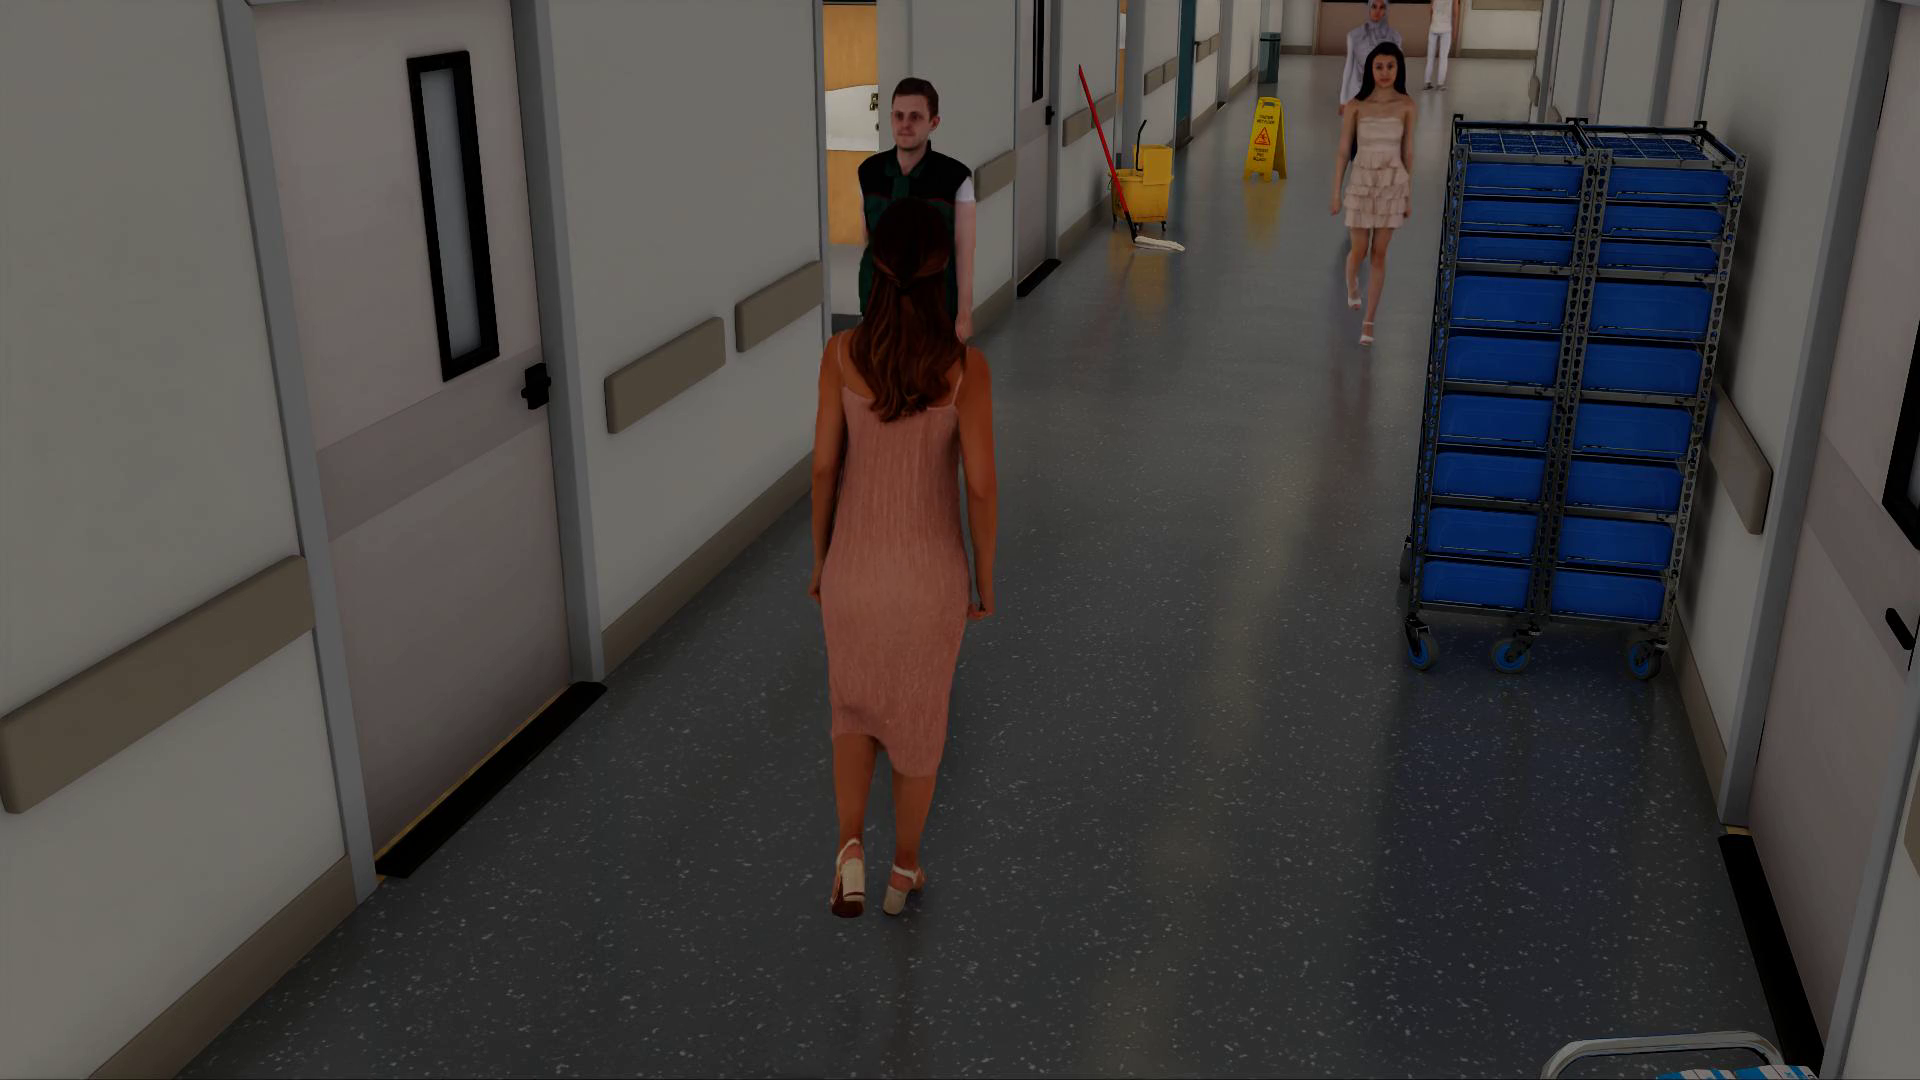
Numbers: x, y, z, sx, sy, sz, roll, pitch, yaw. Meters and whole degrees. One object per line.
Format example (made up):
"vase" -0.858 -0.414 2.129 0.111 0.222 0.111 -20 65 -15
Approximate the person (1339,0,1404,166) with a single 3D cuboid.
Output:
"person" 3.485 -3.742 14.201 0.676 1.768 0.795 8 22 20

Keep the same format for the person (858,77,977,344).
"person" -0.168 -0.909 6.634 0.675 1.829 0.657 7 22 19

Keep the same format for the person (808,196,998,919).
"person" -0.171 0.133 3.895 0.635 1.819 0.759 4 21 10

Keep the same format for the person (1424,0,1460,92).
"person" 6.818 -7.247 23.592 0.652 1.670 0.657 14 25 33

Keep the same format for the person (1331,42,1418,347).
"person" 2.412 -2.008 9.688 0.655 1.721 0.805 2 21 5
